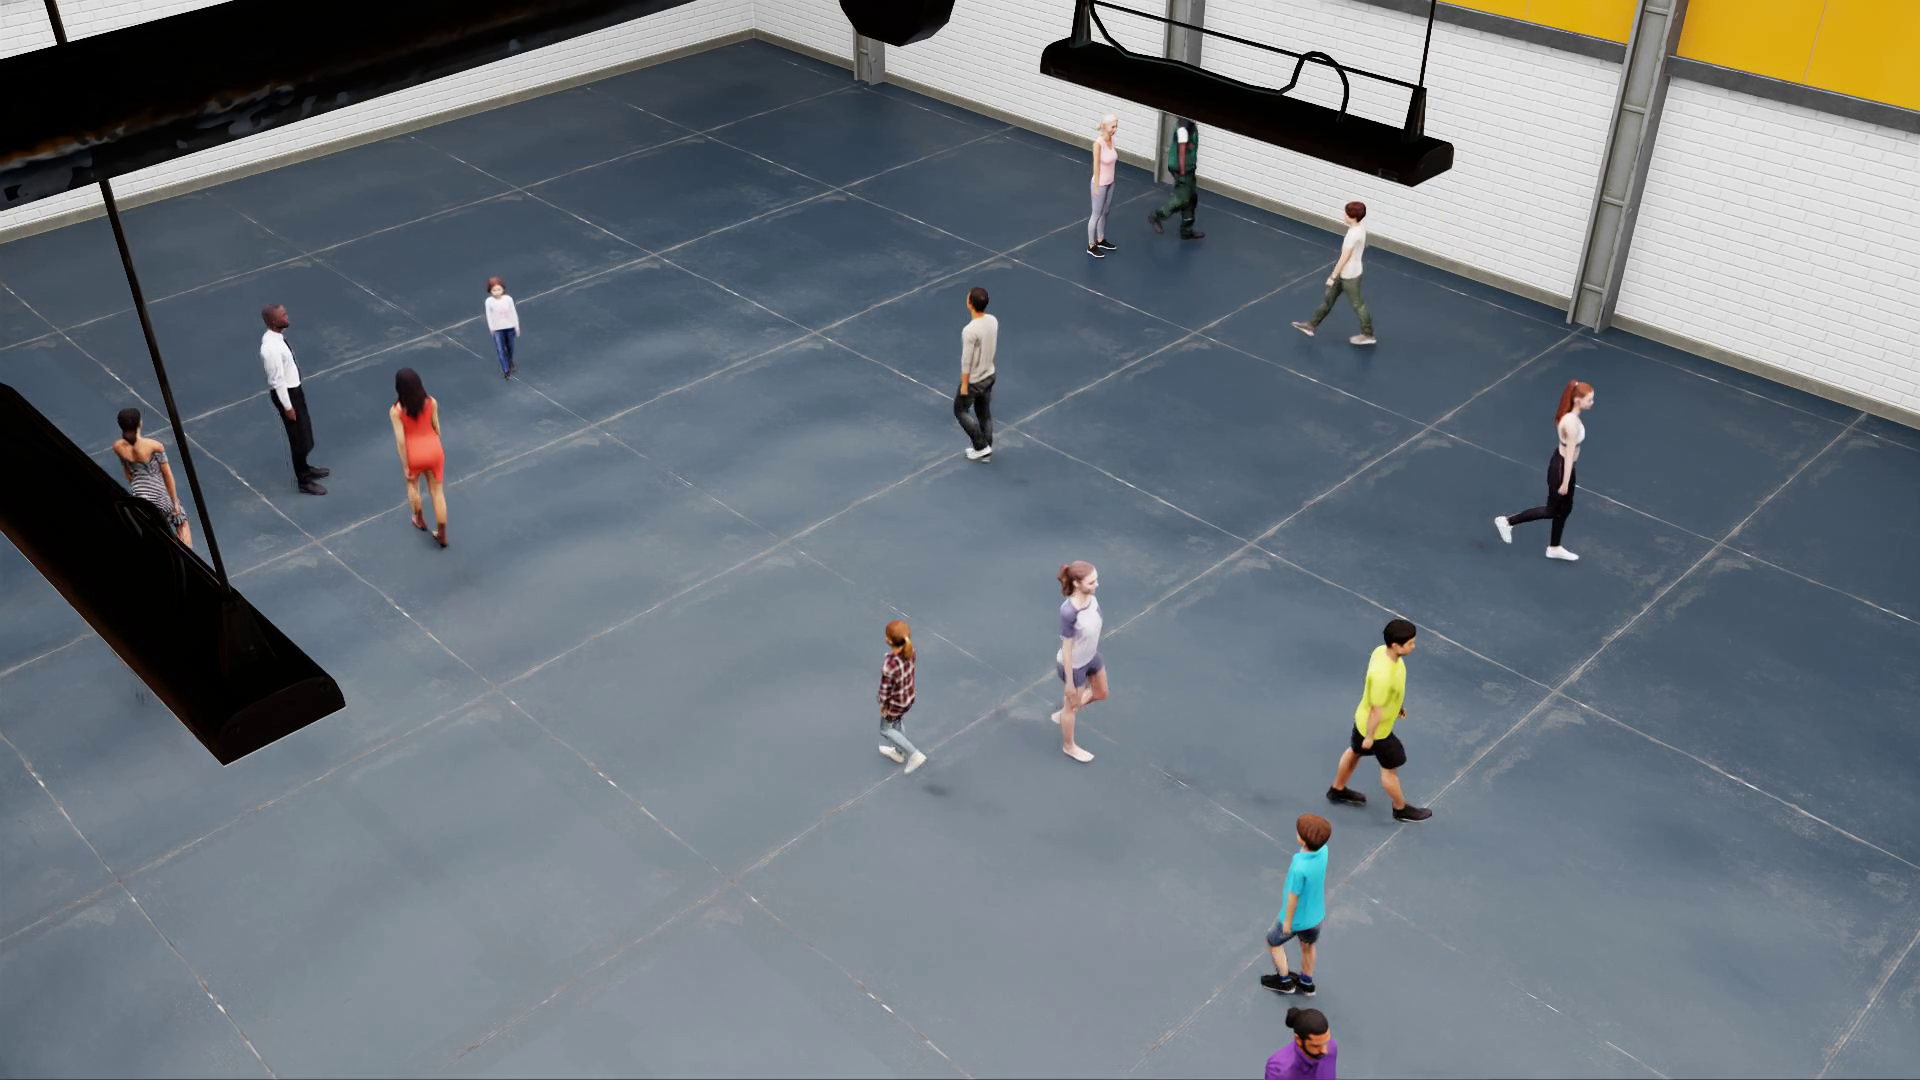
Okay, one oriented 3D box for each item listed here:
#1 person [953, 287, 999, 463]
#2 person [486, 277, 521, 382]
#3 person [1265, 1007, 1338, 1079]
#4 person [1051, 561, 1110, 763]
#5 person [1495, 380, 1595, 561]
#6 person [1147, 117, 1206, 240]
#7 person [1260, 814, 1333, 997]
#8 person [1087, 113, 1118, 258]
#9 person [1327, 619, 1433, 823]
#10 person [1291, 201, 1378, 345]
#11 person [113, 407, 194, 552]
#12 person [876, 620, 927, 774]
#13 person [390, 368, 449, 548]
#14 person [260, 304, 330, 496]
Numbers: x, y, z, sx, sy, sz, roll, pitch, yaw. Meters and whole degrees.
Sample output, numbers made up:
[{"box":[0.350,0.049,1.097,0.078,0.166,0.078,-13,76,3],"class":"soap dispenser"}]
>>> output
[{"box":[0.240,-1.516,15.718,0.665,1.803,0.705,23,40,31],"class":"person"},{"box":[-4.811,-2.270,17.497,0.618,1.088,0.779,-13,36,-19],"class":"person"},{"box":[1.761,3.098,8.809,0.651,1.767,0.566,-24,40,-31],"class":"person"},{"box":[0.799,0.857,12.188,0.718,1.758,0.662,18,38,25],"class":"person"},{"box":[5.119,-0.596,14.405,1.073,1.725,0.872,10,35,14],"class":"person"},{"box":[2.662,-4.531,20.238,1.115,1.821,1.008,8,35,12],"class":"person"},{"box":[2.175,2.309,10.292,0.532,1.438,0.533,28,43,35],"class":"person"},{"box":[1.708,-4.283,19.954,0.567,1.721,0.590,22,39,29],"class":"person"},{"box":[2.846,1.242,11.678,1.067,1.681,0.935,6,34,9],"class":"person"},{"box":[4.261,-2.809,17.845,1.204,1.601,1.005,6,34,9],"class":"person"},{"box":[-6.707,-0.240,13.792,0.746,1.809,0.804,-3,34,-4],"class":"person"},{"box":[-0.414,1.167,12.143,0.733,1.291,0.608,20,38,27],"class":"person"},{"box":[-4.667,-0.686,14.563,0.678,1.699,0.869,-19,38,-26],"class":"person"},{"box":[-6.227,-1.305,15.376,0.839,1.831,0.690,-6,34,-8],"class":"person"}]
